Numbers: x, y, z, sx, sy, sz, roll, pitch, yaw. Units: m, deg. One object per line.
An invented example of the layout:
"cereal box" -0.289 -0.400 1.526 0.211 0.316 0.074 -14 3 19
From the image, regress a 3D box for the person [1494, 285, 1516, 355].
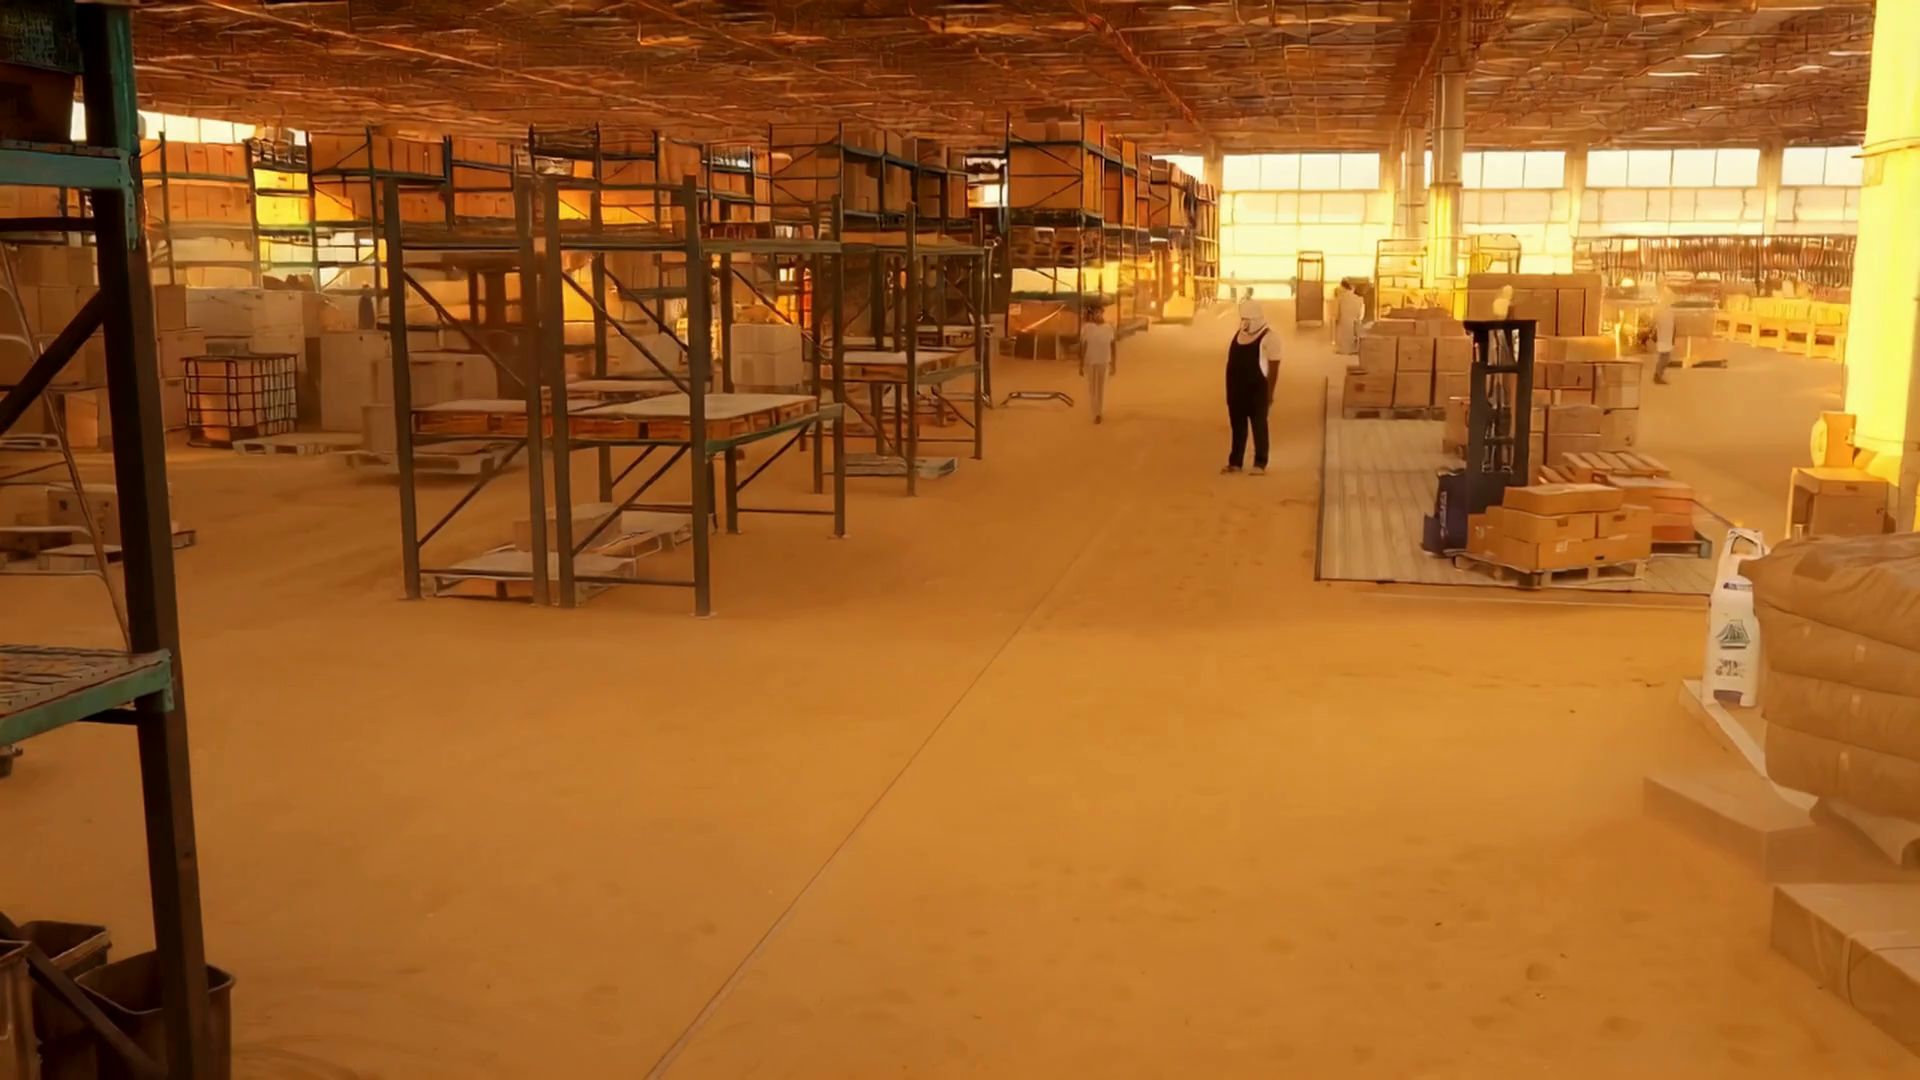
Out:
"person" 12.206 -4.761 37.295 0.447 1.903 0.636 -4 10 -22

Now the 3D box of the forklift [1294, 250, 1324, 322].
"forklift" 13.778 -10.002 65.433 1.129 2.768 1.873 2 10 12

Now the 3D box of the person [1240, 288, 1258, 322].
"person" 8.376 -6.465 48.135 0.531 1.647 0.894 -3 10 -16

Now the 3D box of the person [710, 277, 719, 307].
"person" -7.531 -7.061 50.802 0.353 1.937 0.635 -7 12 -34

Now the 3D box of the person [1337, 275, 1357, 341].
"person" 11.598 -6.952 49.963 0.597 1.995 0.904 3 10 16

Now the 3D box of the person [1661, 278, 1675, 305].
"person" 24.695 -8.222 58.048 0.403 1.818 0.601 7 12 37

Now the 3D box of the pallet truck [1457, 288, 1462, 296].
"pallet truck" 20.506 -9.785 68.819 0.653 1.274 1.630 2 10 12

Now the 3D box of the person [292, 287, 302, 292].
"person" -15.860 -5.181 40.082 0.623 1.794 0.945 6 11 30

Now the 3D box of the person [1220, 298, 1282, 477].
"person" 3.277 -1.735 18.965 0.539 2.000 0.688 -9 13 -44

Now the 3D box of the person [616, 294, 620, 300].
"person" -8.445 -5.240 40.935 0.524 1.631 0.320 0 10 -2

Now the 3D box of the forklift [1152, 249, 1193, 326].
"forklift" 7.646 -9.320 61.395 1.873 2.768 1.129 2 10 11

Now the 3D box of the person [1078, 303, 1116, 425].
"person" 2.059 -2.647 25.017 0.548 1.819 1.002 2 10 12

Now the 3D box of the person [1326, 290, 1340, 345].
"person" 10.798 -6.406 47.923 0.523 1.585 0.825 4 10 22

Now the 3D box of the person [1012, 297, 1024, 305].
"person" 2.037 -8.363 59.023 0.533 1.768 0.310 9 13 42

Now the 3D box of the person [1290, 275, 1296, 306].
"person" 17.641 -13.139 87.693 0.541 1.624 0.356 -7 12 -37

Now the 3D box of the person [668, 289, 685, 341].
"person" -7.970 -6.239 46.783 0.540 1.648 0.869 3 10 19

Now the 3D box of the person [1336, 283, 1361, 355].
"person" 10.131 -5.728 43.160 0.662 1.858 0.912 -3 10 -17

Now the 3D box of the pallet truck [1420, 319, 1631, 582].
"pallet truck" 4.543 -0.757 13.299 0.823 1.965 1.885 -4 10 -22

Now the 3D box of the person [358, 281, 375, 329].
"person" -13.251 -4.797 37.235 0.400 1.989 0.623 -6 11 -32

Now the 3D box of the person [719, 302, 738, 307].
"person" -5.909 -5.507 42.473 0.523 1.643 0.306 -6 11 -30

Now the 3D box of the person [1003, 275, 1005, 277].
"person" 2.580 -14.453 94.639 0.561 1.926 0.632 3 10 19

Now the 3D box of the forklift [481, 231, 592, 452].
"forklift" -5.545 -2.535 21.217 1.129 2.768 1.873 2 10 12

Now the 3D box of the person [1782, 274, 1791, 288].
"person" 35.810 -10.616 72.114 0.565 1.850 0.390 -8 13 -40

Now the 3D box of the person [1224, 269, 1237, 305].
"person" 14.841 -13.854 91.003 0.631 1.936 1.020 -2 10 -14

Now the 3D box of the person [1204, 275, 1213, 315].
"person" 11.093 -10.957 74.414 0.338 1.758 0.528 -7 12 -34

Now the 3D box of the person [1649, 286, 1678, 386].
"person" 13.803 -3.972 32.470 0.652 1.944 0.573 -7 12 -37
